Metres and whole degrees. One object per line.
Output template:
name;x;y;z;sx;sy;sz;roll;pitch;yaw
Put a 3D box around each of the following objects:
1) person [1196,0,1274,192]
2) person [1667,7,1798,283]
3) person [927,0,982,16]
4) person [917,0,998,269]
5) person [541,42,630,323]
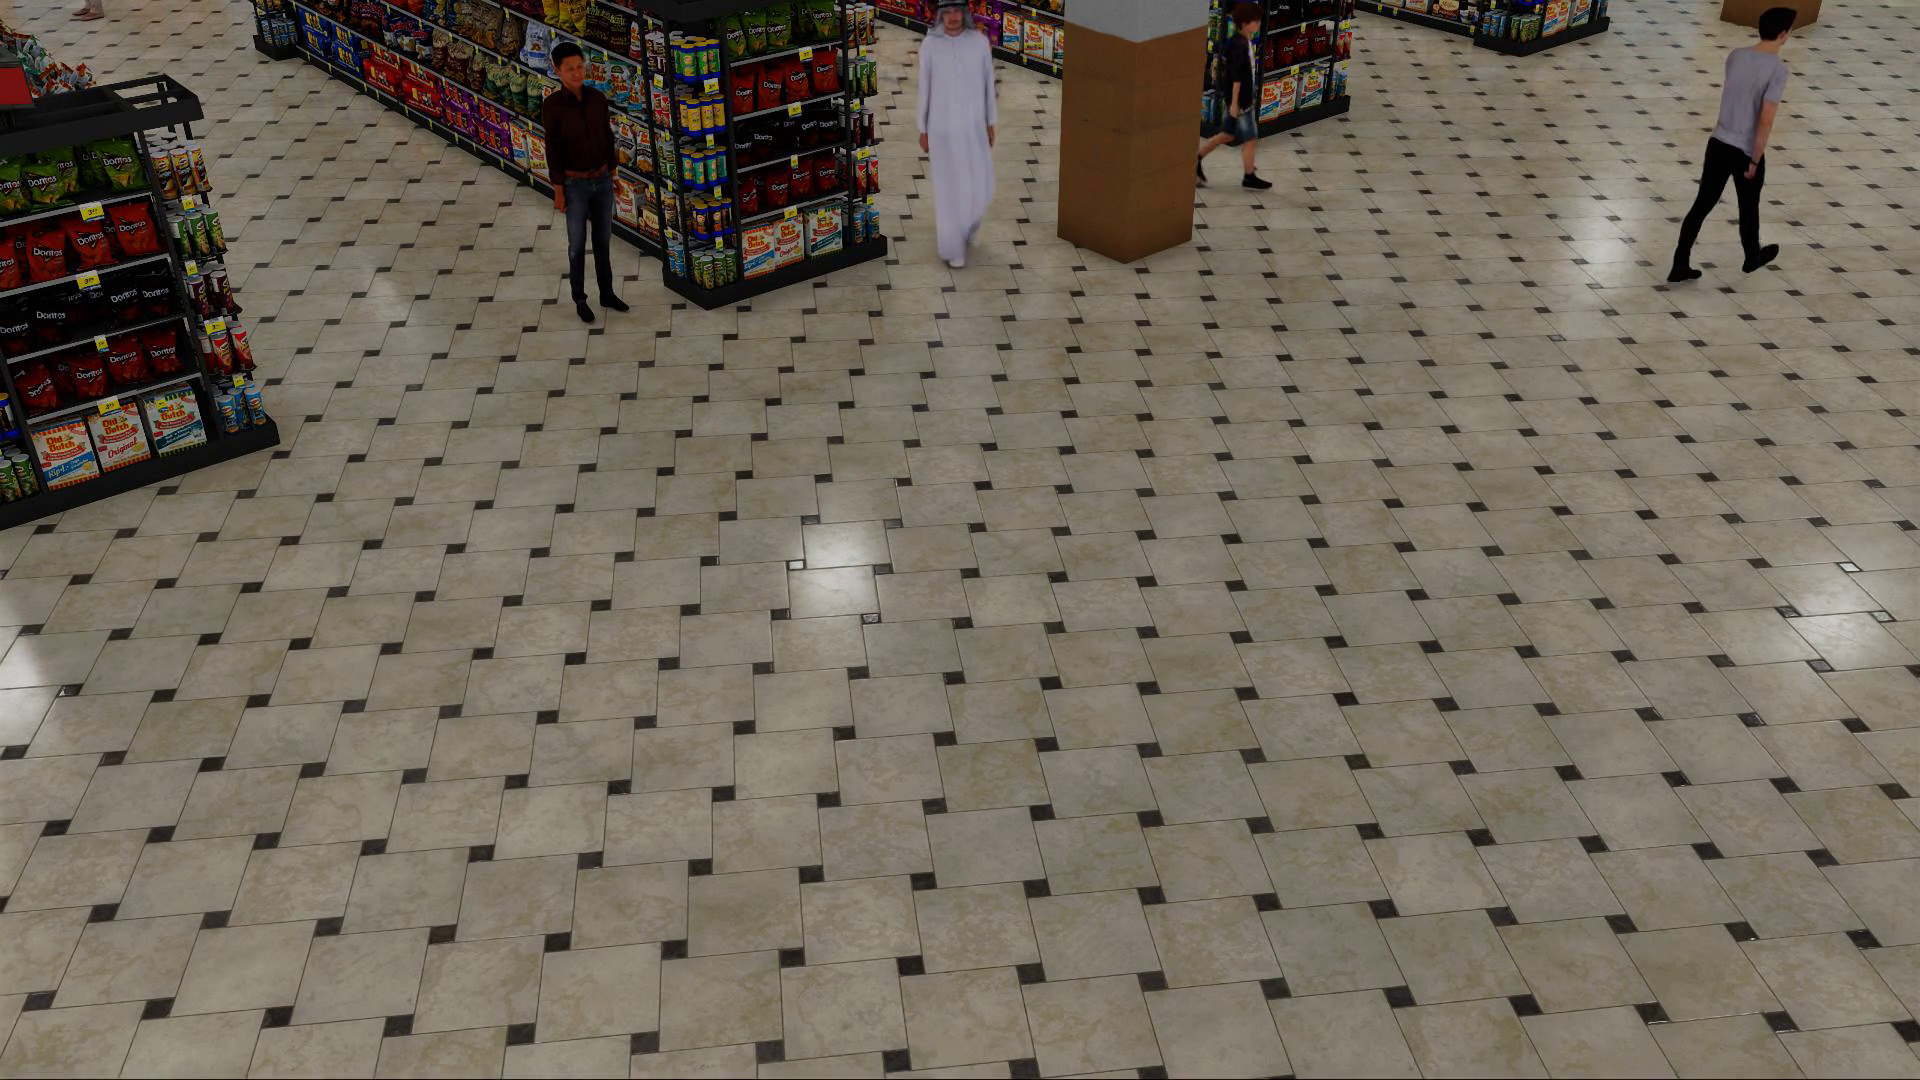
person;2.067;-3.363;12.676;0.991;1.423;0.897;5;32;7
person;5.049;-2.554;10.996;0.889;1.825;1.100;-15;35;-23
person;-0.149;-4.890;14.759;0.728;1.815;0.731;22;38;31
person;-0.026;-2.814;11.341;0.909;1.901;0.990;-7;33;-11
person;-2.398;-2.281;10.599;0.659;1.781;0.520;-26;40;-35
